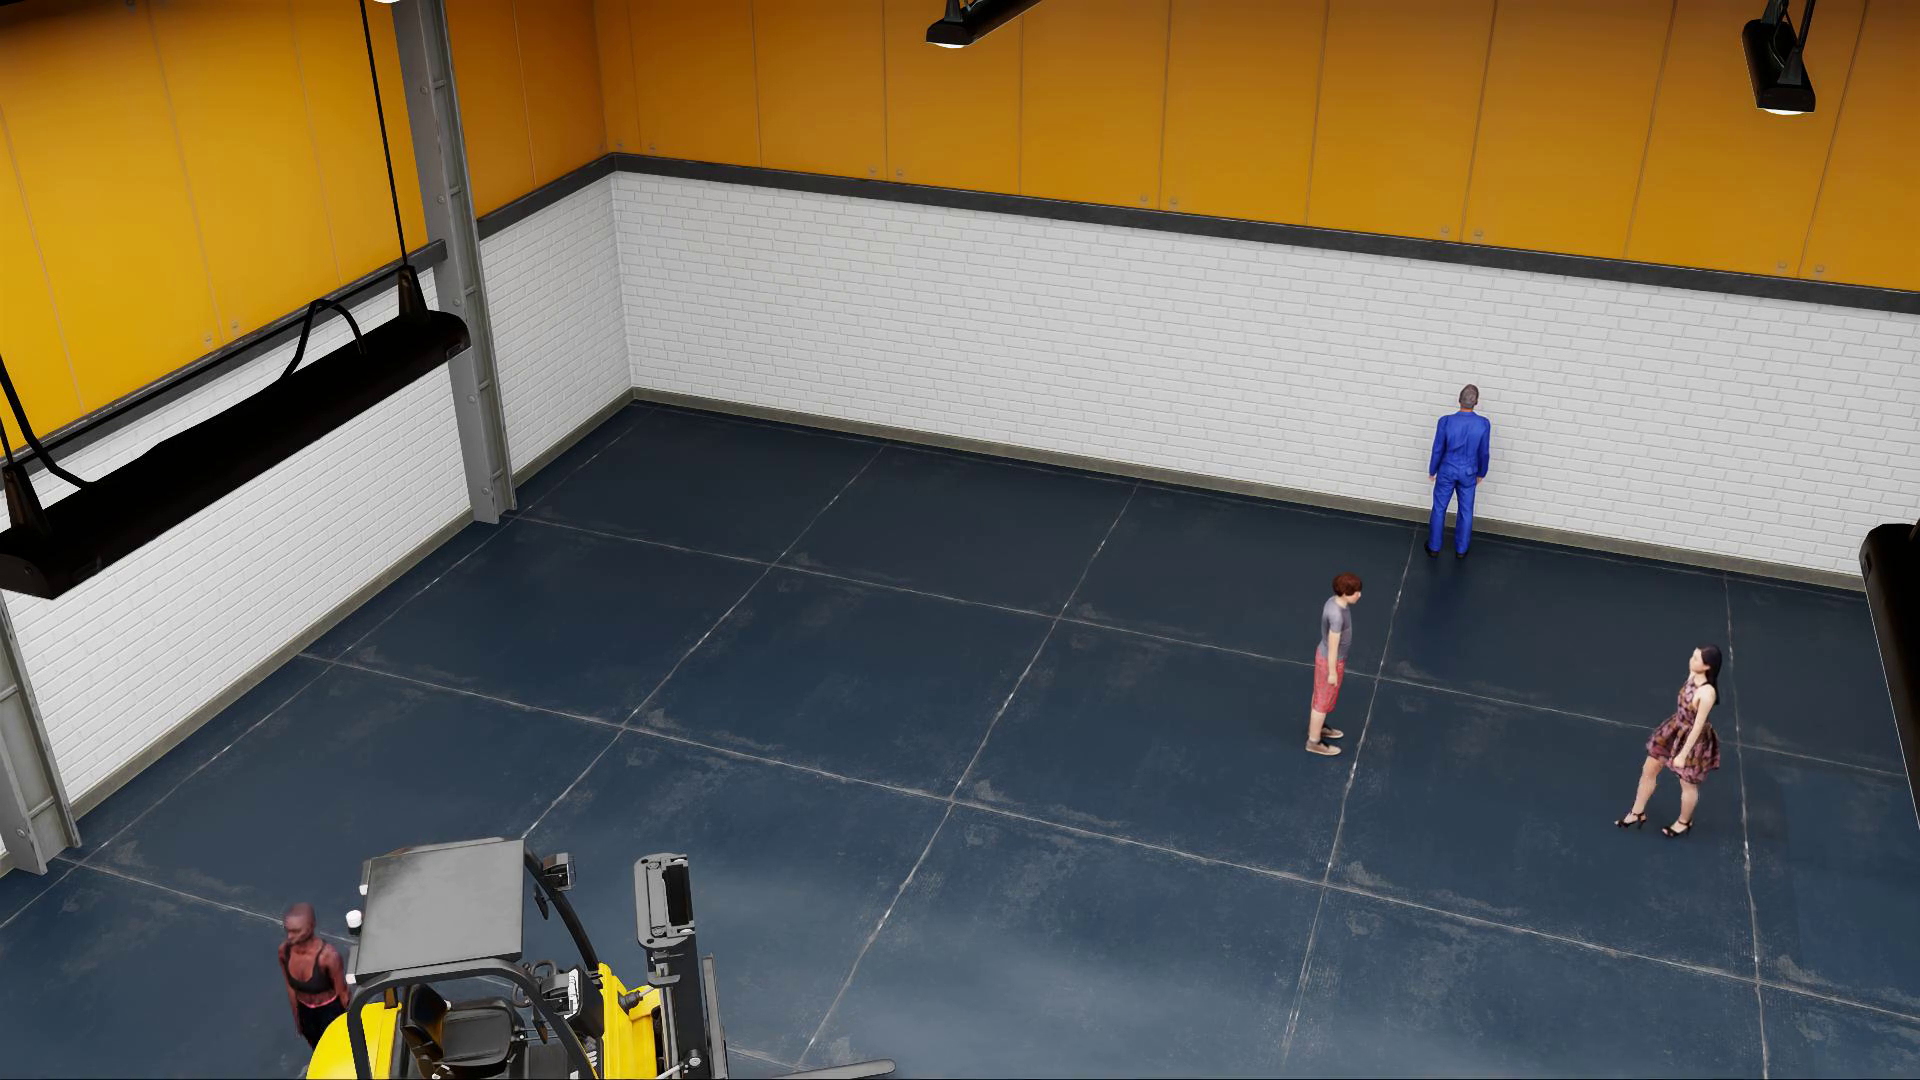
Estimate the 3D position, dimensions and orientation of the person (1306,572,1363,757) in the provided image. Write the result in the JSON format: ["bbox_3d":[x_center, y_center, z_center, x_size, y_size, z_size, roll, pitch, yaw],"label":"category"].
[{"bbox_3d":[3.042,0.988,13.661,0.637,1.646,0.461,9,30,15],"label":"person"}]

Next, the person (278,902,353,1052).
[{"bbox_3d":[-3.805,2.850,10.155,0.643,1.736,1.001,7,29,12],"label":"person"}]

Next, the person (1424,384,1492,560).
[{"bbox_3d":[4.943,-0.673,16.515,0.757,1.829,0.619,5,29,8],"label":"person"}]

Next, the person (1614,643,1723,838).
[{"bbox_3d":[5.557,1.546,12.522,0.828,1.758,0.875,1,29,3],"label":"person"}]
